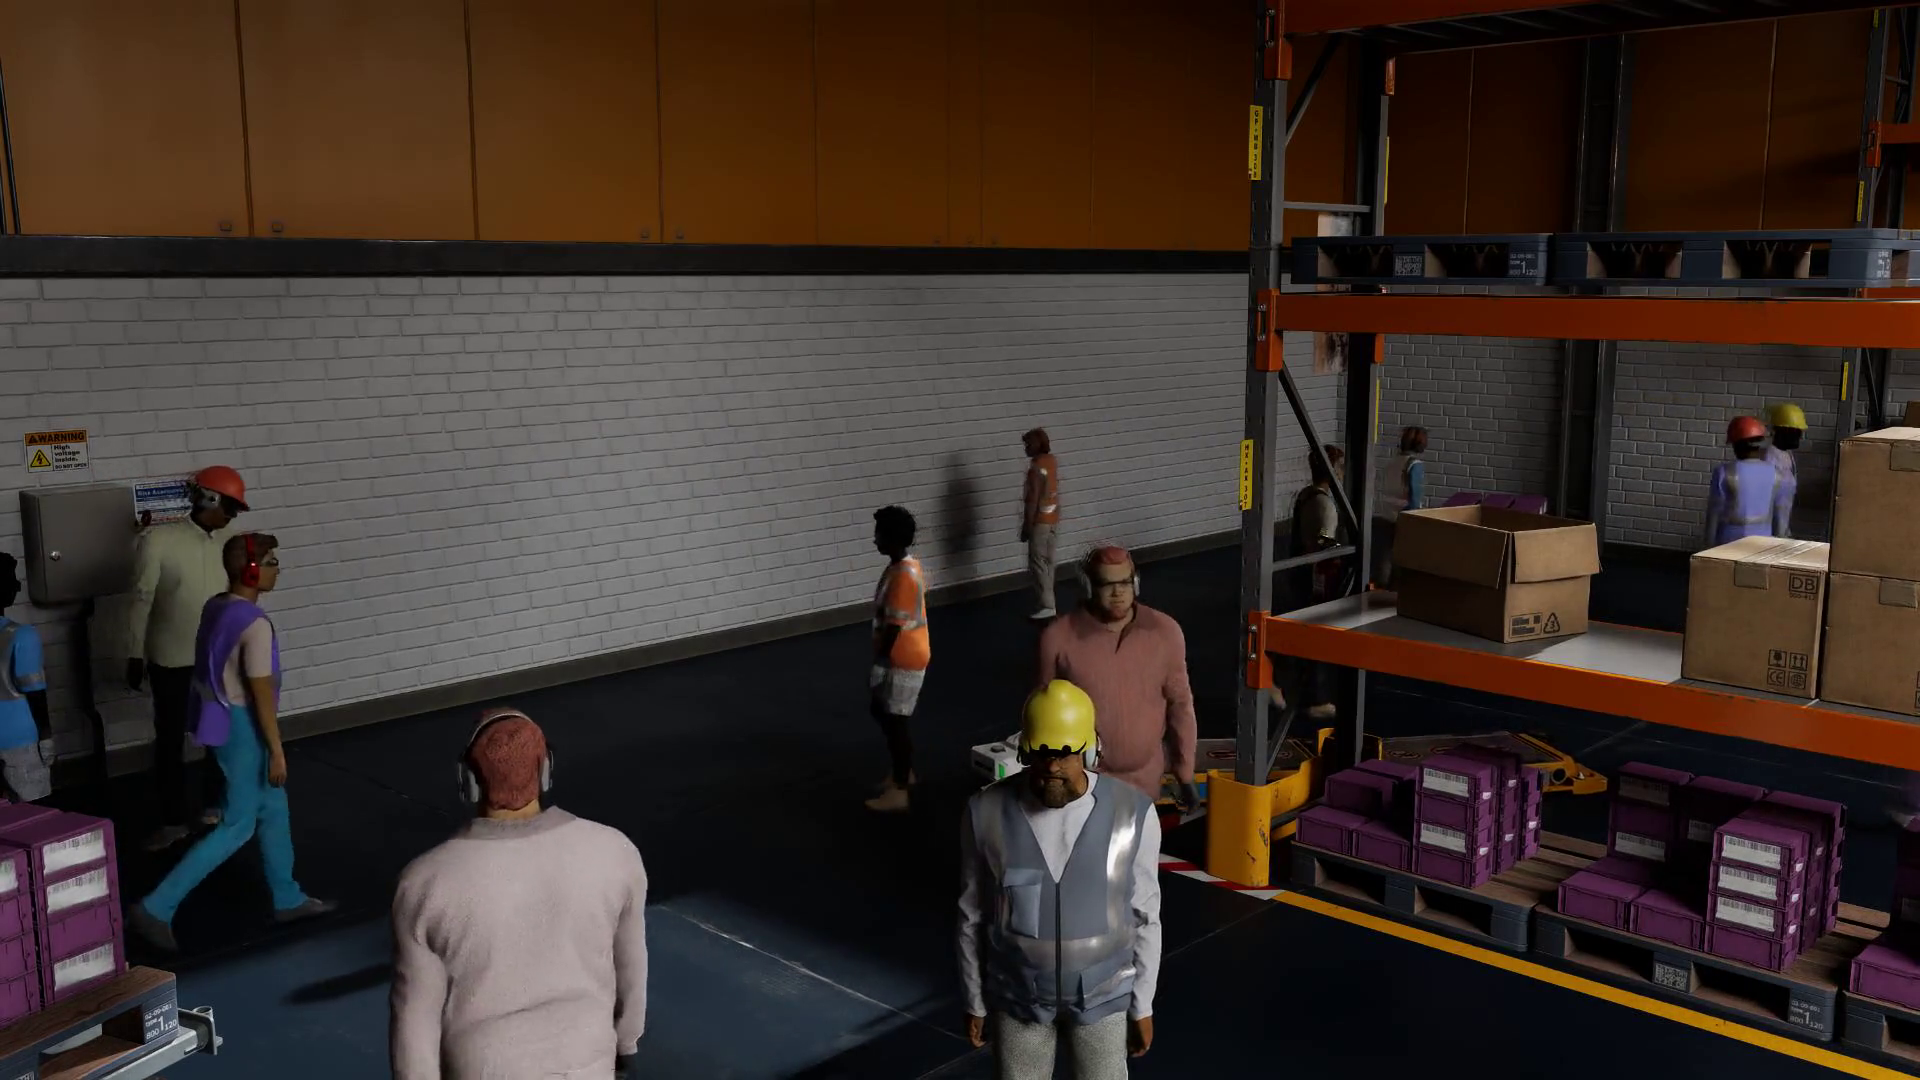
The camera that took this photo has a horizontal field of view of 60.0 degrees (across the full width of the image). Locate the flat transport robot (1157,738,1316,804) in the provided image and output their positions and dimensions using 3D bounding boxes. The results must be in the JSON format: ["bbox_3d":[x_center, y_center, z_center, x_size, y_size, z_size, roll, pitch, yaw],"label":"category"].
[{"bbox_3d":[1.411,1.302,9.343,1.431,0.197,0.652,-1,9,-6],"label":"flat transport robot"}]

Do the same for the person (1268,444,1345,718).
[{"bbox_3d":[2.261,0.287,10.814,0.562,1.825,0.530,-1,9,-5],"label":"person"}]

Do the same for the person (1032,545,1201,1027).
[{"bbox_3d":[0.624,0.928,6.812,0.647,1.861,1.002,-2,10,-14],"label":"person"}]

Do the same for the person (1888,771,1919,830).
[{"bbox_3d":[5.196,0.684,8.286,0.658,1.863,0.963,-5,10,-26],"label":"person"}]

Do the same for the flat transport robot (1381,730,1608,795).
[{"bbox_3d":[2.852,1.285,9.443,1.431,0.197,0.652,-2,9,-12],"label":"flat transport robot"}]

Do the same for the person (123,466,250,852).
[{"bbox_3d":[-3.973,0.602,8.556,0.385,1.945,0.735,6,11,32],"label":"person"}]

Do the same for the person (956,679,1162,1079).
[{"bbox_3d":[0.279,1.280,4.748,0.585,1.824,0.405,1,9,5],"label":"person"}]

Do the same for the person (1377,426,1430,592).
[{"bbox_3d":[3.792,-0.170,14.209,0.422,1.616,0.628,-2,9,-9],"label":"person"}]

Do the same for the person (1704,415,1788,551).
[{"bbox_3d":[5.654,0.064,11.935,0.548,1.911,0.682,0,9,-2],"label":"person"}]

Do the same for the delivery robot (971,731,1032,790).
[{"bbox_3d":[0.419,1.186,8.897,0.707,0.478,0.477,-5,11,-30],"label":"delivery robot"}]

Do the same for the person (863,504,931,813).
[{"bbox_3d":[-0.354,0.645,9.029,0.376,1.688,0.554,-1,9,-8],"label":"person"}]

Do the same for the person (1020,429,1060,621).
[{"bbox_3d":[0.687,-0.131,14.049,0.344,1.610,0.612,4,10,21],"label":"person"}]

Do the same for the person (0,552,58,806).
[{"bbox_3d":[-4.301,0.892,7.497,0.532,1.696,0.319,3,10,16],"label":"person"}]

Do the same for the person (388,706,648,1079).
[{"bbox_3d":[-1.136,1.337,4.289,0.674,1.852,1.014,-5,10,-27],"label":"person"}]

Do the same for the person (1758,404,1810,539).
[{"bbox_3d":[6.420,-0.110,13.010,0.722,1.898,0.611,8,12,42],"label":"person"}]

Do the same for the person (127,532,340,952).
[{"bbox_3d":[-3.215,0.875,7.260,0.843,1.815,0.580,-7,12,-38],"label":"person"}]
